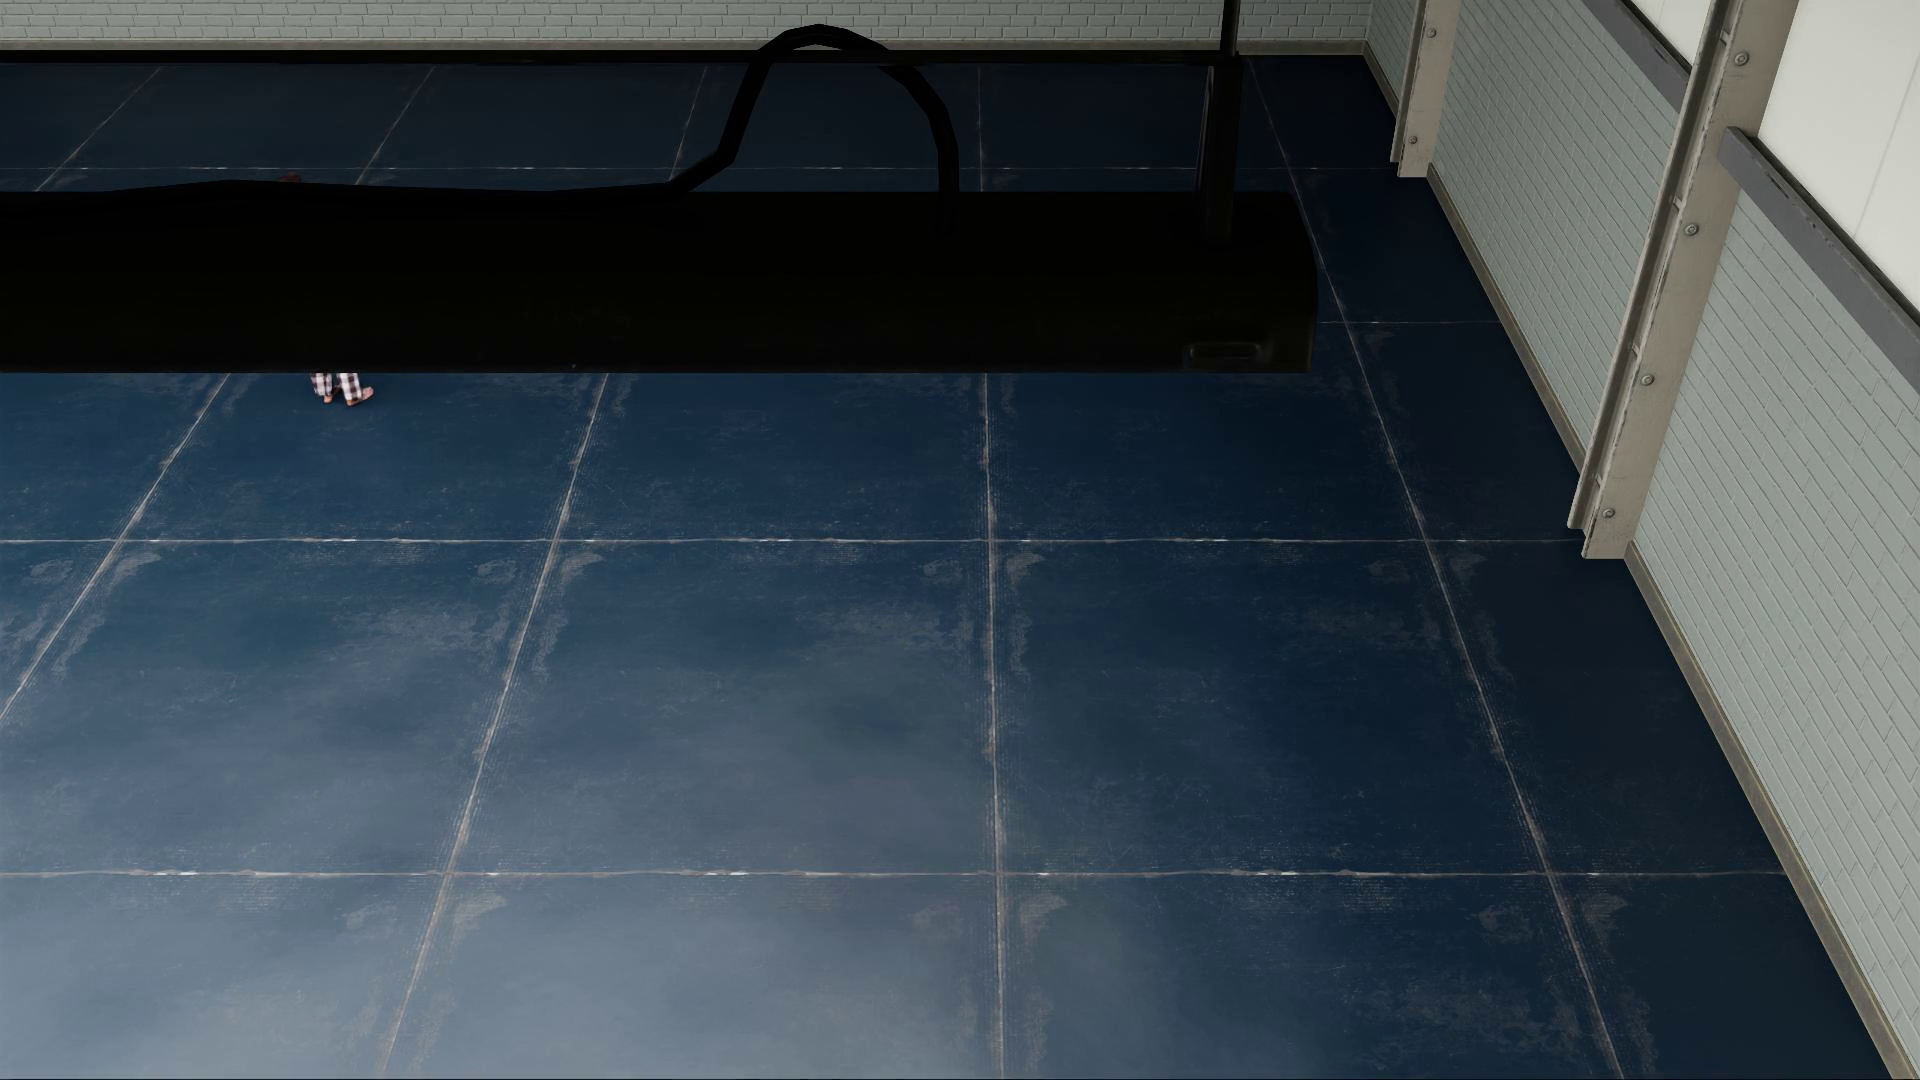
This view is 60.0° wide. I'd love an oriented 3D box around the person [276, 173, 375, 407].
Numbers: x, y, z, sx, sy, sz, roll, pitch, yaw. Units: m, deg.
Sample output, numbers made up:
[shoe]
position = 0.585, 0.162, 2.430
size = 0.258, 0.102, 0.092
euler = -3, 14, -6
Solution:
[person]
position = -4.786, -1.835, 12.333
size = 0.682, 1.847, 0.636
euler = 10, 38, 13
